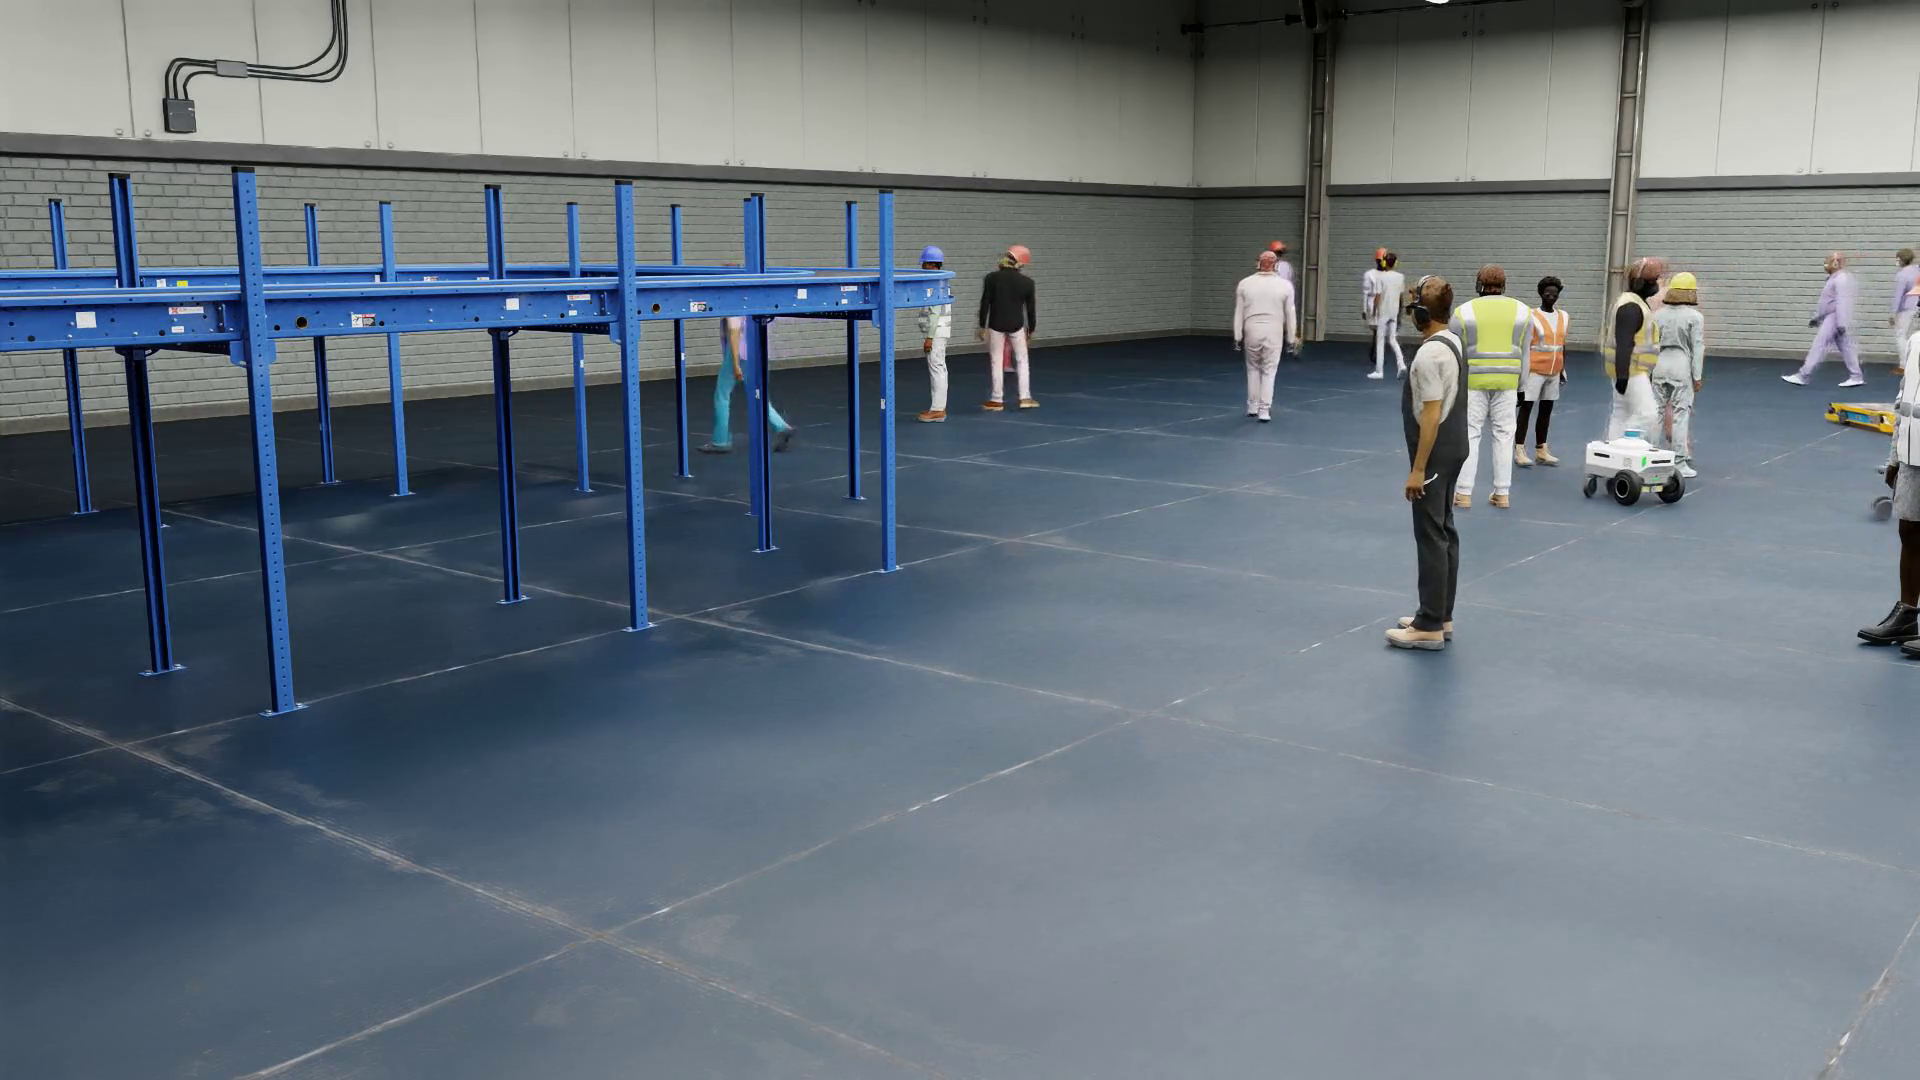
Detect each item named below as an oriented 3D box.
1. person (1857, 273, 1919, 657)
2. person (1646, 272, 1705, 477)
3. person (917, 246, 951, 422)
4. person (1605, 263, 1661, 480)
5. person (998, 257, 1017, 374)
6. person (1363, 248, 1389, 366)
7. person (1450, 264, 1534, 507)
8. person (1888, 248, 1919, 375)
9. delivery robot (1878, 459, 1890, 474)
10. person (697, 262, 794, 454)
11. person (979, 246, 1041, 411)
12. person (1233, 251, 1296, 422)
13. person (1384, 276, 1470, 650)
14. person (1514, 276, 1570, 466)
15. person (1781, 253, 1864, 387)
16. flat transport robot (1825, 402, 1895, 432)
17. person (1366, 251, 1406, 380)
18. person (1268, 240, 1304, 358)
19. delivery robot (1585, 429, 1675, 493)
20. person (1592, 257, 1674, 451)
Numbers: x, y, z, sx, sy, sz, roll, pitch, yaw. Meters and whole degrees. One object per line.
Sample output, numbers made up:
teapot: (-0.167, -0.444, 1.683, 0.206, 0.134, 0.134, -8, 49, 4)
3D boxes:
person: (4.728, -0.402, 8.109, 0.361, 1.935, 0.553, -2, 10, -10)
person: (6.158, -1.425, 14.322, 0.324, 1.740, 0.492, -8, 13, -38)
person: (-0.284, -2.307, 18.633, 0.380, 1.950, 0.605, 1, 10, 7)
person: (5.634, -1.391, 13.886, 0.485, 1.826, 0.651, 4, 11, 22)
person: (0.694, -3.440, 25.451, 0.336, 1.757, 0.517, -10, 14, -43)
person: (6.844, -3.817, 27.175, 0.561, 1.899, 0.980, -1, 10, -5)
person: (4.017, -1.172, 12.684, 0.619, 1.836, 0.430, 1, 10, 6)
person: (14.276, -3.437, 25.085, 0.708, 1.897, 0.377, -7, 12, -33)
delivery robot: (7.075, -0.580, 12.070, 0.698, 0.223, 0.335, 5, 11, 24)
person: (-2.046, -1.725, 15.791, 0.869, 1.813, 0.571, 3, 11, 17)
person: (0.606, -2.501, 19.729, 0.745, 1.947, 0.504, -1, 10, -3)
person: (3.451, -2.296, 18.741, 0.680, 1.881, 0.778, 3, 11, 18)
person: (2.341, -0.385, 8.286, 0.350, 1.842, 0.506, 6, 12, 31)
person: (5.235, -1.519, 14.955, 0.536, 1.699, 0.322, -4, 11, -21)
person: (12.042, -3.034, 22.975, 1.020, 1.844, 0.630, 5, 12, 28)
flat transport robot: (10.055, -1.338, 18.035, 0.652, 0.197, 1.431, 0, 10, 2)
person: (6.236, -3.277, 24.308, 0.568, 1.884, 0.523, -4, 11, -23)
person: (5.428, -4.059, 28.179, 0.617, 2.020, 0.874, -8, 13, -36)
delivery robot: (5.256, -0.628, 13.055, 0.477, 0.478, 0.707, -3, 11, -18)
person: (6.266, -1.653, 15.275, 0.945, 1.851, 0.689, 7, 12, 32)
